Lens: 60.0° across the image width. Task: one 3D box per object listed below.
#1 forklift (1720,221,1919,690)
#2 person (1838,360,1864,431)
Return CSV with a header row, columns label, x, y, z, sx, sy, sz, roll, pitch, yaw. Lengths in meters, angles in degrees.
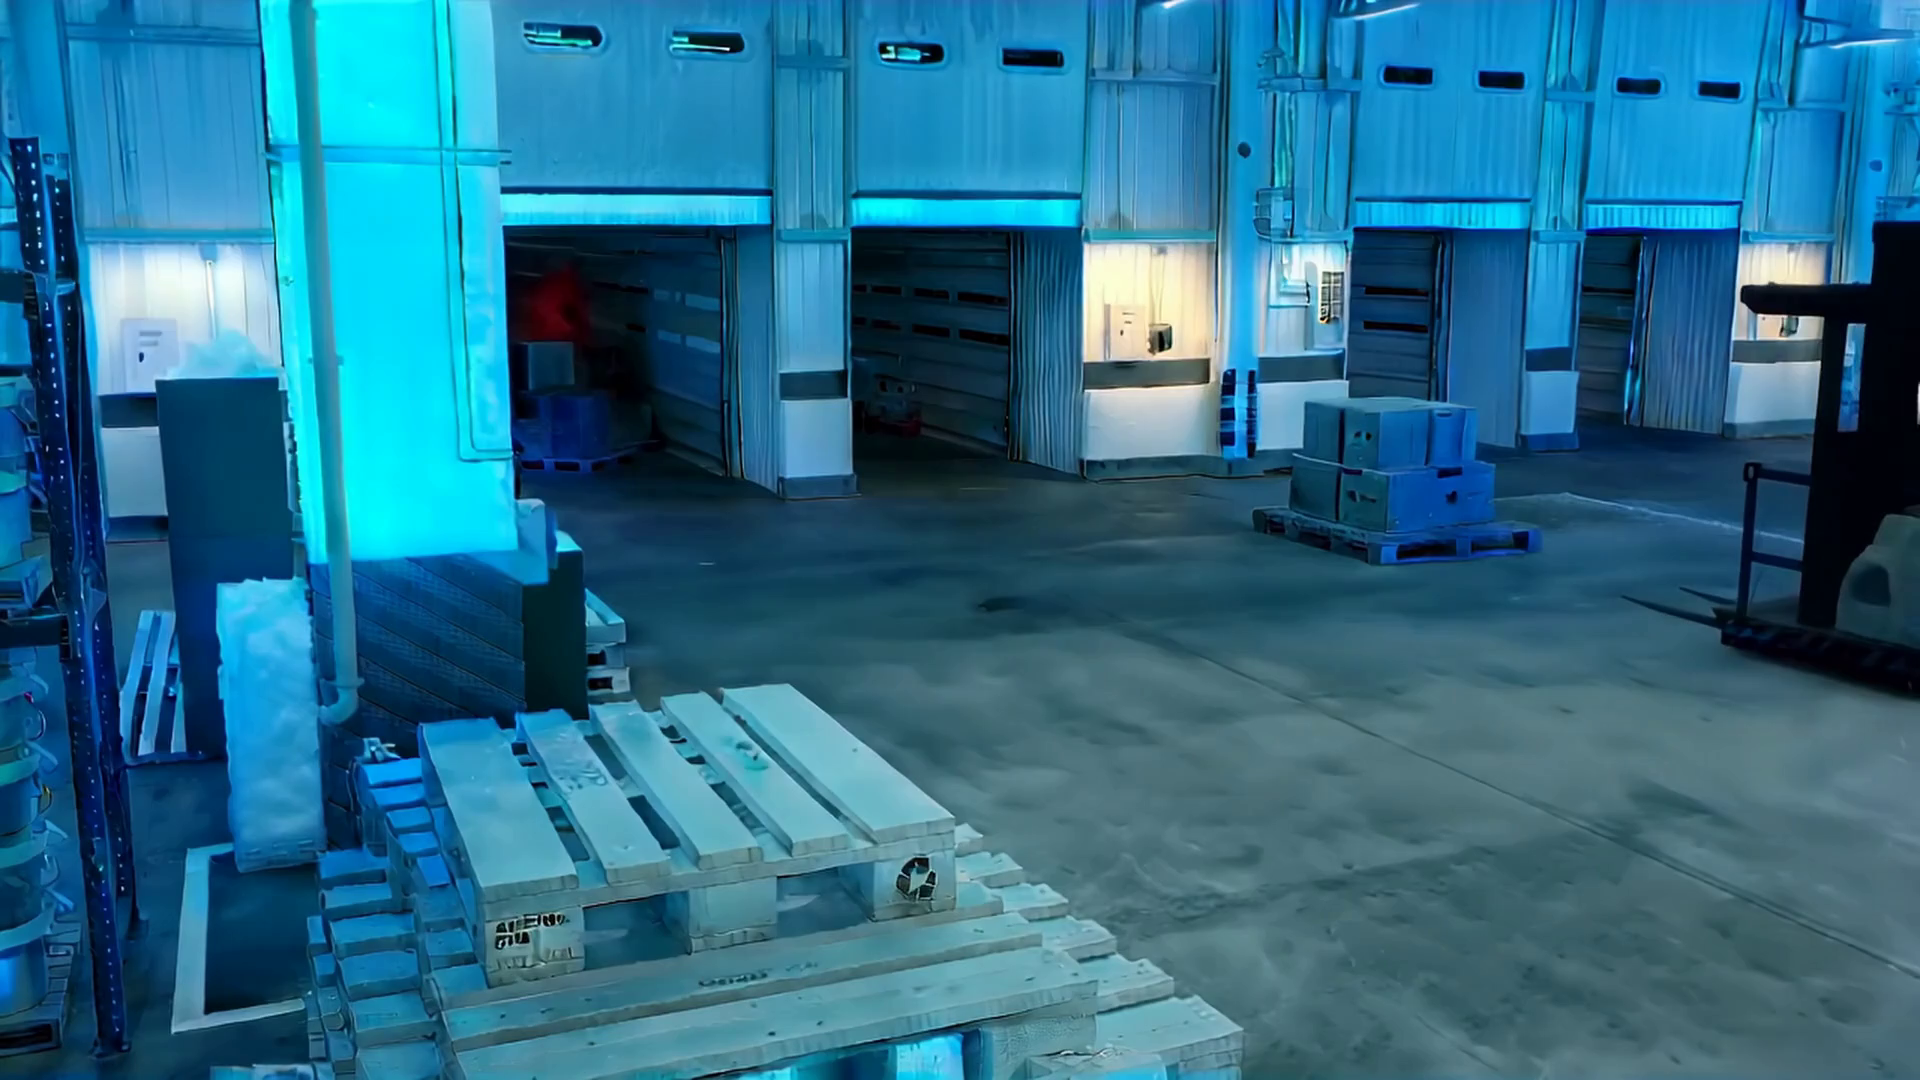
label,x,y,z,sx,sy,sz,roll,pitch,yaw
forklift,5.954,-0.550,10.217,1.129,2.768,1.873,-4,11,-23
person,6.541,-0.396,12.000,0.590,1.927,0.367,-5,11,-25
